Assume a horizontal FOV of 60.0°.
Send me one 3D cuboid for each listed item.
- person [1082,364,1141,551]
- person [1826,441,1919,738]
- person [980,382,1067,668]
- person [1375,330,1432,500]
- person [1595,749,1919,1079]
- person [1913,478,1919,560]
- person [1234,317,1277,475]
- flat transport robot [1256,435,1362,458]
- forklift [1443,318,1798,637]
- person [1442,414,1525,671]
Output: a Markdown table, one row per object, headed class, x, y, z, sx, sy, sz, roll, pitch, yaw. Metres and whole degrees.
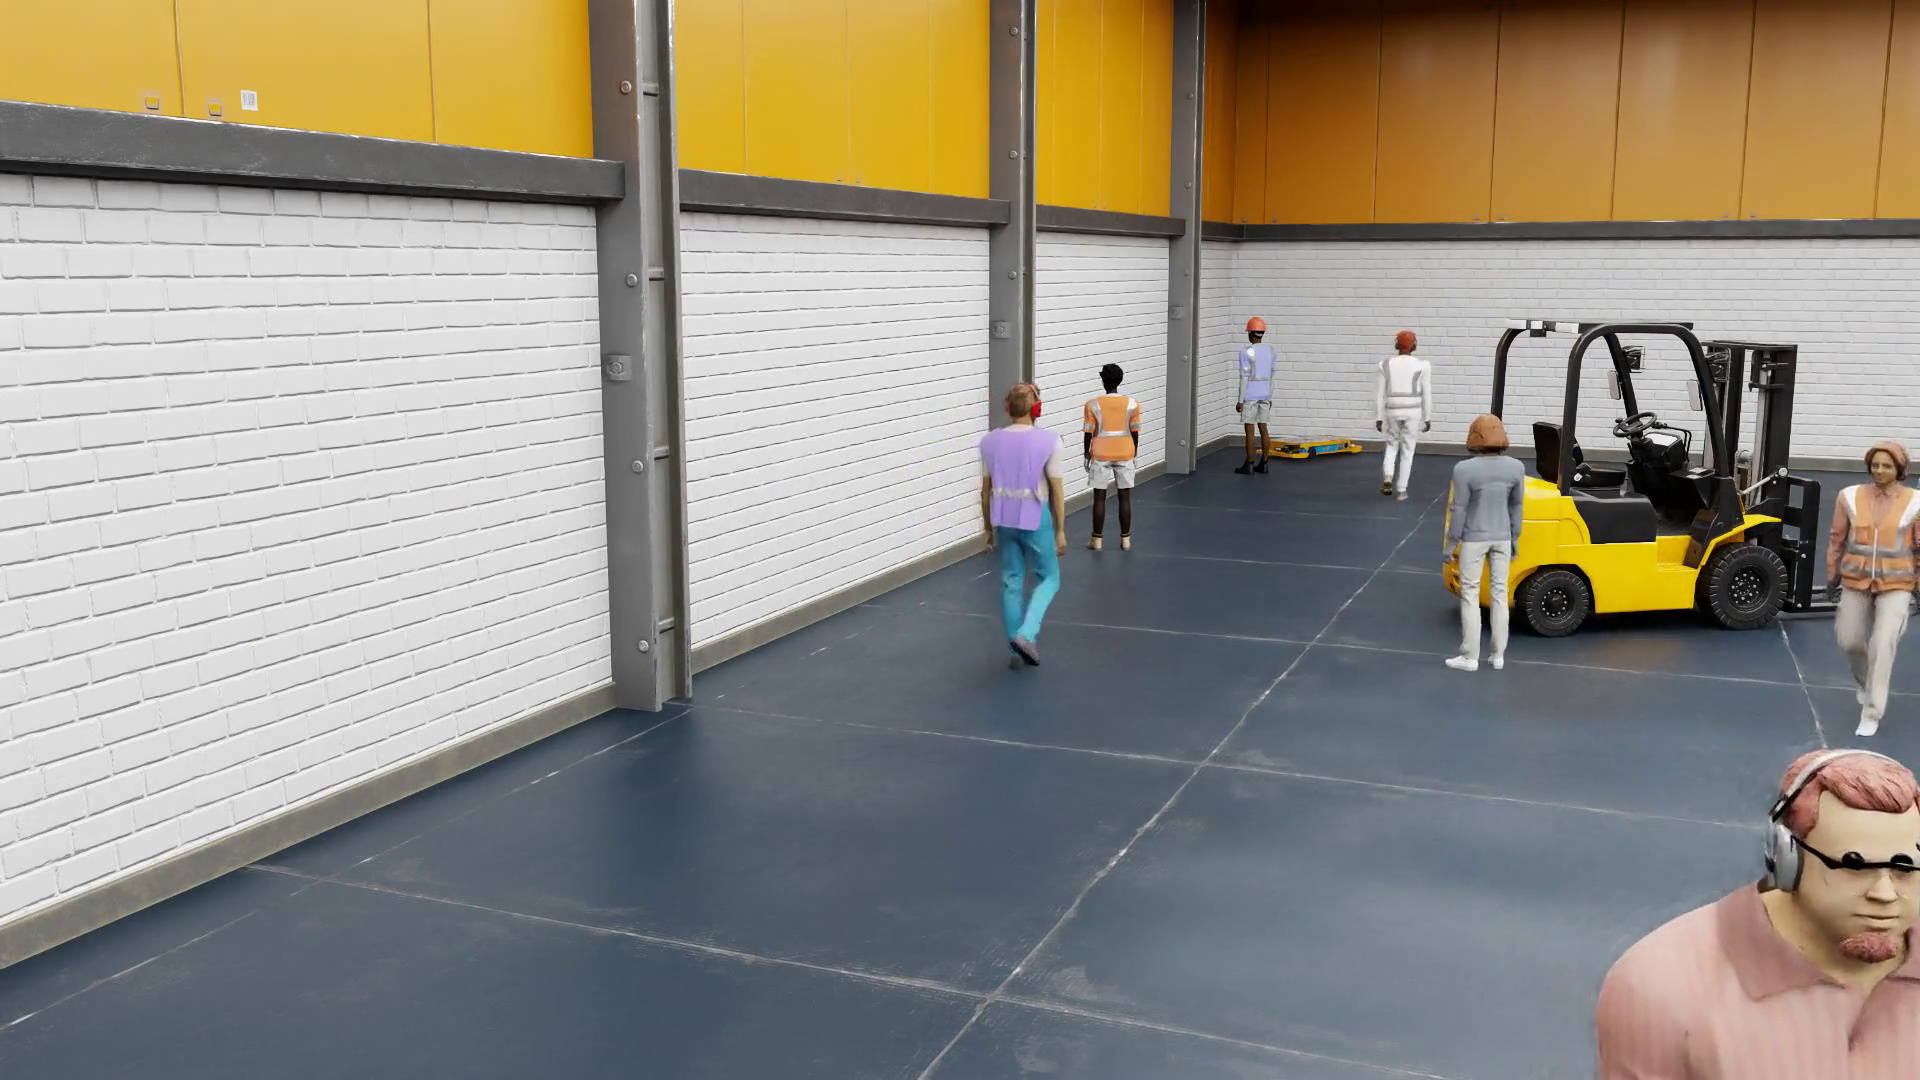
| class | x | y | z | sx | sy | sz | roll | pitch | yaw |
| --- | --- | --- | --- | --- | --- | --- | --- | --- | --- |
| person | 1.362 | -0.739 | 14.990 | 0.535 | 1.690 | 0.317 | -1 | 9 | -4 |
| person | 5.100 | 0.248 | 9.229 | 0.522 | 1.621 | 0.635 | 8 | 13 | 41 |
| person | 0.405 | -0.081 | 10.537 | 0.589 | 1.834 | 0.436 | 5 | 10 | 26 |
| person | 4.856 | -1.362 | 18.205 | 0.584 | 1.867 | 0.448 | 5 | 10 | 26 |
| person | 1.294 | 1.212 | 2.660 | 0.653 | 1.874 | 0.944 | 1 | 9 | 5 |
| person | 6.023 | 0.119 | 10.025 | 0.515 | 1.609 | 0.734 | 6 | 11 | 32 |
| person | 3.622 | -1.769 | 20.472 | 0.548 | 1.937 | 0.358 | -6 | 11 | -30 |
| flat transport robot | 4.724 | -1.271 | 22.496 | 1.431 | 0.197 | 0.652 | -7 | 12 | -38 |
| forklift | 4.706 | -0.497 | 11.990 | 2.313 | 2.155 | 1.214 | -2 | 10 | -10 |
| person | 3.335 | 0.024 | 10.543 | 0.534 | 1.631 | 0.300 | -2 | 10 | -13 |
